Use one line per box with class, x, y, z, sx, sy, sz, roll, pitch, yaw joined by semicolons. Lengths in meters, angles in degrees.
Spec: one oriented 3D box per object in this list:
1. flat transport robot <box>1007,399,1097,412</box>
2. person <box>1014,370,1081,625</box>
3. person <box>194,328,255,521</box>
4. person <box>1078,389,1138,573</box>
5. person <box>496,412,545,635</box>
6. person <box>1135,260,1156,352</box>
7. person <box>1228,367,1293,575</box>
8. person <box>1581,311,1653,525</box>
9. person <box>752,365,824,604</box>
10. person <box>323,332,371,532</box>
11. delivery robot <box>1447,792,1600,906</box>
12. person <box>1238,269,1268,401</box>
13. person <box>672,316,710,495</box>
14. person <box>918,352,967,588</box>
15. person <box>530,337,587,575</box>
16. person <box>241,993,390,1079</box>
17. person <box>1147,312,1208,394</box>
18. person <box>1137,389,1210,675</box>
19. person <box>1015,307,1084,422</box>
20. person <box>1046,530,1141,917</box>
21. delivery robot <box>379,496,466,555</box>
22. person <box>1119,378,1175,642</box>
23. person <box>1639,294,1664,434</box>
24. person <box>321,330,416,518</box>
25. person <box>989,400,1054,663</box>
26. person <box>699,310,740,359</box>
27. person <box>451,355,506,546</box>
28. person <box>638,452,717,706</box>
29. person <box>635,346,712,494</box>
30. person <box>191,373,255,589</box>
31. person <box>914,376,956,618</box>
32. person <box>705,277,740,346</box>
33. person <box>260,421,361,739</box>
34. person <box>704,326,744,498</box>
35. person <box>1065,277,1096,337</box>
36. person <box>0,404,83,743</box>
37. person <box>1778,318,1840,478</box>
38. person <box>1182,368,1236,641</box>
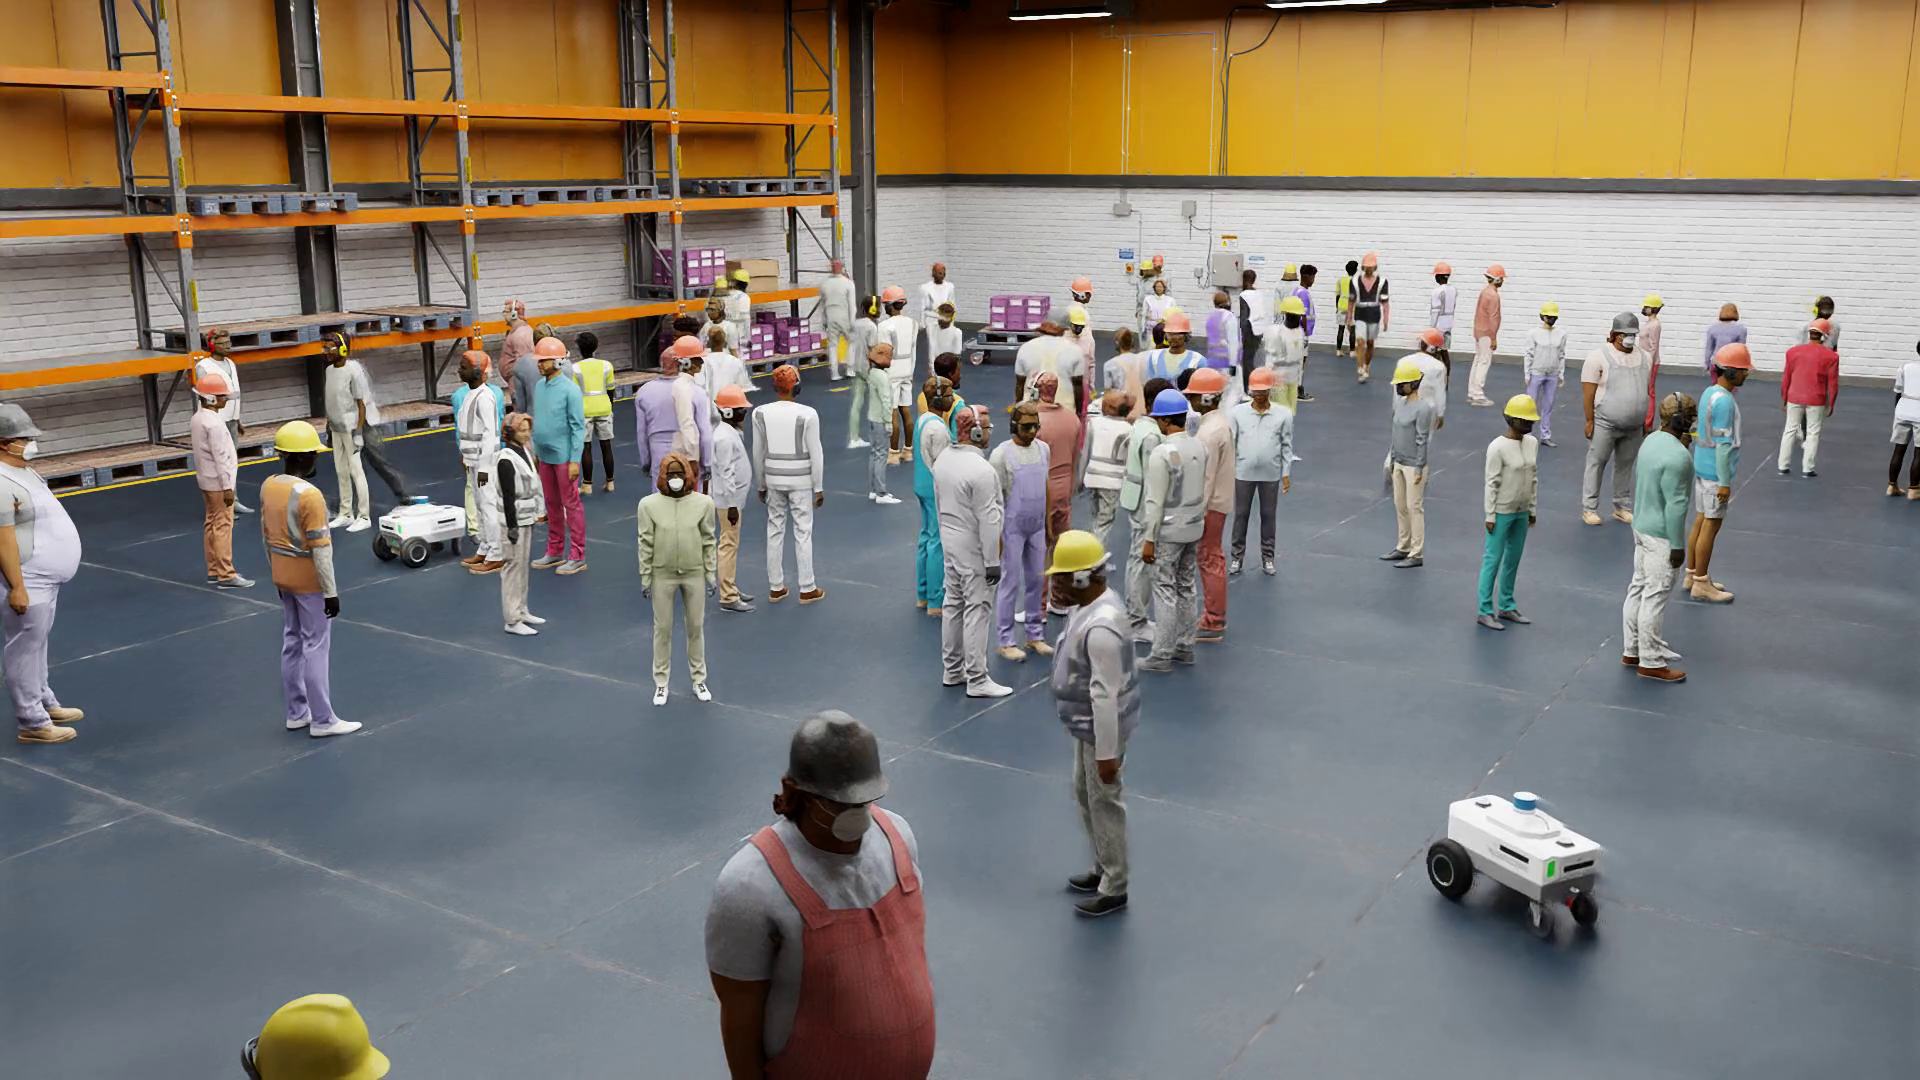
flat transport robot;1.319;-1.918;23.004;0.652;0.197;1.431;10;16;36
person;0.610;-0.319;12.483;0.407;1.910;0.640;11;17;41
person;-7.155;-1.124;16.106;0.388;1.847;0.563;1;13;5
person;1.238;-0.438;13.655;0.515;1.597;0.657;11;17;40
person;-3.250;-0.127;12.241;0.314;1.636;0.516;0;13;0
person;3.191;-3.924;28.507;0.337;1.737;0.488;-12;17;-41
person;2.490;-0.573;13.918;0.572;1.750;0.330;2;13;7
person;6.276;-1.155;15.816;0.684;2.000;0.538;-2;13;-10
person;-1.332;-0.430;13.021;0.574;1.882;0.356;4;14;16
person;-5.775;-1.012;15.570;0.509;1.872;0.329;8;15;31
delivery robot;2.610;1.413;7.727;0.477;0.478;0.707;-6;14;-25
person;4.134;-2.945;23.932;0.587;1.885;0.627;9;16;36
person;-2.605;-1.191;16.133;0.366;1.967;0.603;-3;13;-12
person;-0.136;-0.564;13.546;0.373;1.905;0.596;-9;16;-35
person;-3.389;-0.710;13.985;0.609;1.995;0.375;11;17;39
person;-1.363;1.804;3.608;0.339;1.761;0.524;-1;13;-3
person;2.008;-1.118;15.639;0.605;2.048;0.374;8;15;30
person;1.442;-0.056;11.296;0.420;1.933;0.619;11;17;39
person;0.899;-1.346;16.645;0.703;2.000;0.538;3;13;12
person;0.613;0.841;7.672;0.437;1.805;0.633;0;13;0
delivery robot;-4.659;-0.138;14.454;0.477;0.478;0.707;10;17;38
person;1.350;-0.221;12.047;0.393;1.913;0.590;0;13;0
person;8.699;-2.227;21.064;0.309;1.772;0.525;3;13;14
person;-5.776;-1.103;16.043;0.987;1.854;0.616;-4;14;-16
person;0.429;-0.065;11.547;0.518;1.837;0.346;-10;16;-37
person;-3.023;-2.123;20.896;0.525;1.639;0.307;2;13;7
person;-4.314;-0.836;15.065;0.320;1.749;0.561;8;15;31
person;-1.799;0.244;10.640;0.500;1.633;0.285;-4;14;-16
person;-2.392;-0.687;14.085;0.652;1.904;0.402;3;13;12
person;-6.022;-0.485;13.539;0.336;1.749;0.575;-10;17;-38
person;-0.173;-0.329;12.660;0.335;1.845;0.513;-4;14;-18
person;-3.486;-2.977;24.401;0.500;1.732;0.382;0;13;1
person;-3.937;0.237;10.024;0.594;1.925;0.369;10;16;37
person;-2.404;-1.208;16.553;0.537;1.823;0.421;-4;14;-18
person;1.489;-2.270;20.753;0.393;1.992;0.622;-5;14;-20
person;-5.568;0.187;9.994;0.537;2.000;0.682;-5;14;-19
person;9.299;-1.556;18.214;0.576;1.739;0.353;11;17;41
person;1.783;-0.254;12.037;0.403;1.988;0.618;4;13;15
